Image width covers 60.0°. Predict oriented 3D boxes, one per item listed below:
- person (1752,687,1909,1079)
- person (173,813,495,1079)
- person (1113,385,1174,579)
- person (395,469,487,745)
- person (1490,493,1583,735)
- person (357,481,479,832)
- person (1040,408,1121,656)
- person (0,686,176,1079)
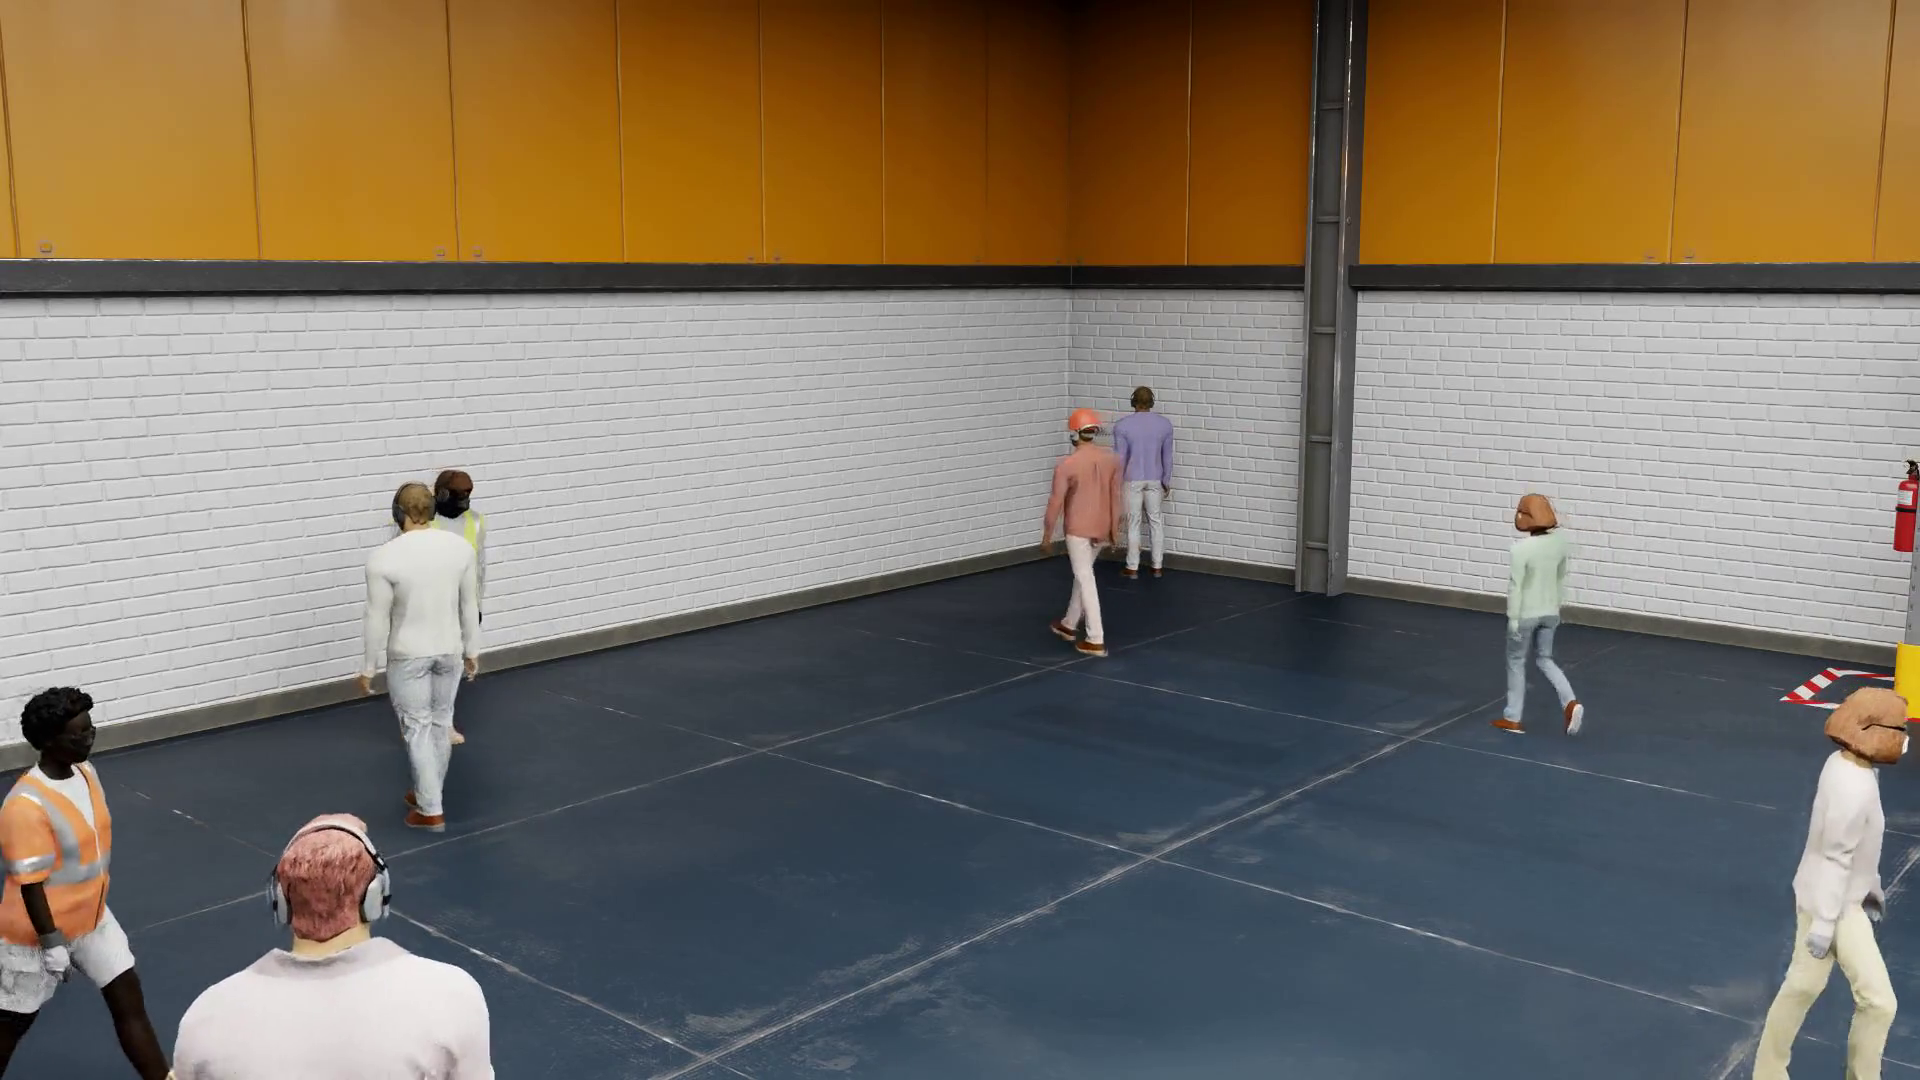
[{"bbox_3d":[3.174,1.305,5.848,0.676,1.605,0.527,4,10,24],"label":"person"},{"bbox_3d":[-1.310,1.521,3.619,0.676,1.891,0.429,-1,9,-8],"label":"person"},{"bbox_3d":[1.824,-0.577,16.657,0.632,1.938,0.359,-2,9,-14],"label":"person"},{"bbox_3d":[-3.302,0.439,10.698,0.449,1.808,0.635,7,12,39],"label":"person"},{"bbox_3d":[3.787,0.502,10.876,0.509,1.617,0.609,-4,10,-24],"label":"person"},{"bbox_3d":[-2.993,0.632,9.155,0.491,1.938,0.645,7,12,38],"label":"person"},{"bbox_3d":[0.915,-0.083,13.473,0.640,1.958,0.919,-7,11,-36],"label":"person"},{"bbox_3d":[-3.091,1.307,5.751,0.890,1.637,0.537,0,9,0],"label":"person"}]
